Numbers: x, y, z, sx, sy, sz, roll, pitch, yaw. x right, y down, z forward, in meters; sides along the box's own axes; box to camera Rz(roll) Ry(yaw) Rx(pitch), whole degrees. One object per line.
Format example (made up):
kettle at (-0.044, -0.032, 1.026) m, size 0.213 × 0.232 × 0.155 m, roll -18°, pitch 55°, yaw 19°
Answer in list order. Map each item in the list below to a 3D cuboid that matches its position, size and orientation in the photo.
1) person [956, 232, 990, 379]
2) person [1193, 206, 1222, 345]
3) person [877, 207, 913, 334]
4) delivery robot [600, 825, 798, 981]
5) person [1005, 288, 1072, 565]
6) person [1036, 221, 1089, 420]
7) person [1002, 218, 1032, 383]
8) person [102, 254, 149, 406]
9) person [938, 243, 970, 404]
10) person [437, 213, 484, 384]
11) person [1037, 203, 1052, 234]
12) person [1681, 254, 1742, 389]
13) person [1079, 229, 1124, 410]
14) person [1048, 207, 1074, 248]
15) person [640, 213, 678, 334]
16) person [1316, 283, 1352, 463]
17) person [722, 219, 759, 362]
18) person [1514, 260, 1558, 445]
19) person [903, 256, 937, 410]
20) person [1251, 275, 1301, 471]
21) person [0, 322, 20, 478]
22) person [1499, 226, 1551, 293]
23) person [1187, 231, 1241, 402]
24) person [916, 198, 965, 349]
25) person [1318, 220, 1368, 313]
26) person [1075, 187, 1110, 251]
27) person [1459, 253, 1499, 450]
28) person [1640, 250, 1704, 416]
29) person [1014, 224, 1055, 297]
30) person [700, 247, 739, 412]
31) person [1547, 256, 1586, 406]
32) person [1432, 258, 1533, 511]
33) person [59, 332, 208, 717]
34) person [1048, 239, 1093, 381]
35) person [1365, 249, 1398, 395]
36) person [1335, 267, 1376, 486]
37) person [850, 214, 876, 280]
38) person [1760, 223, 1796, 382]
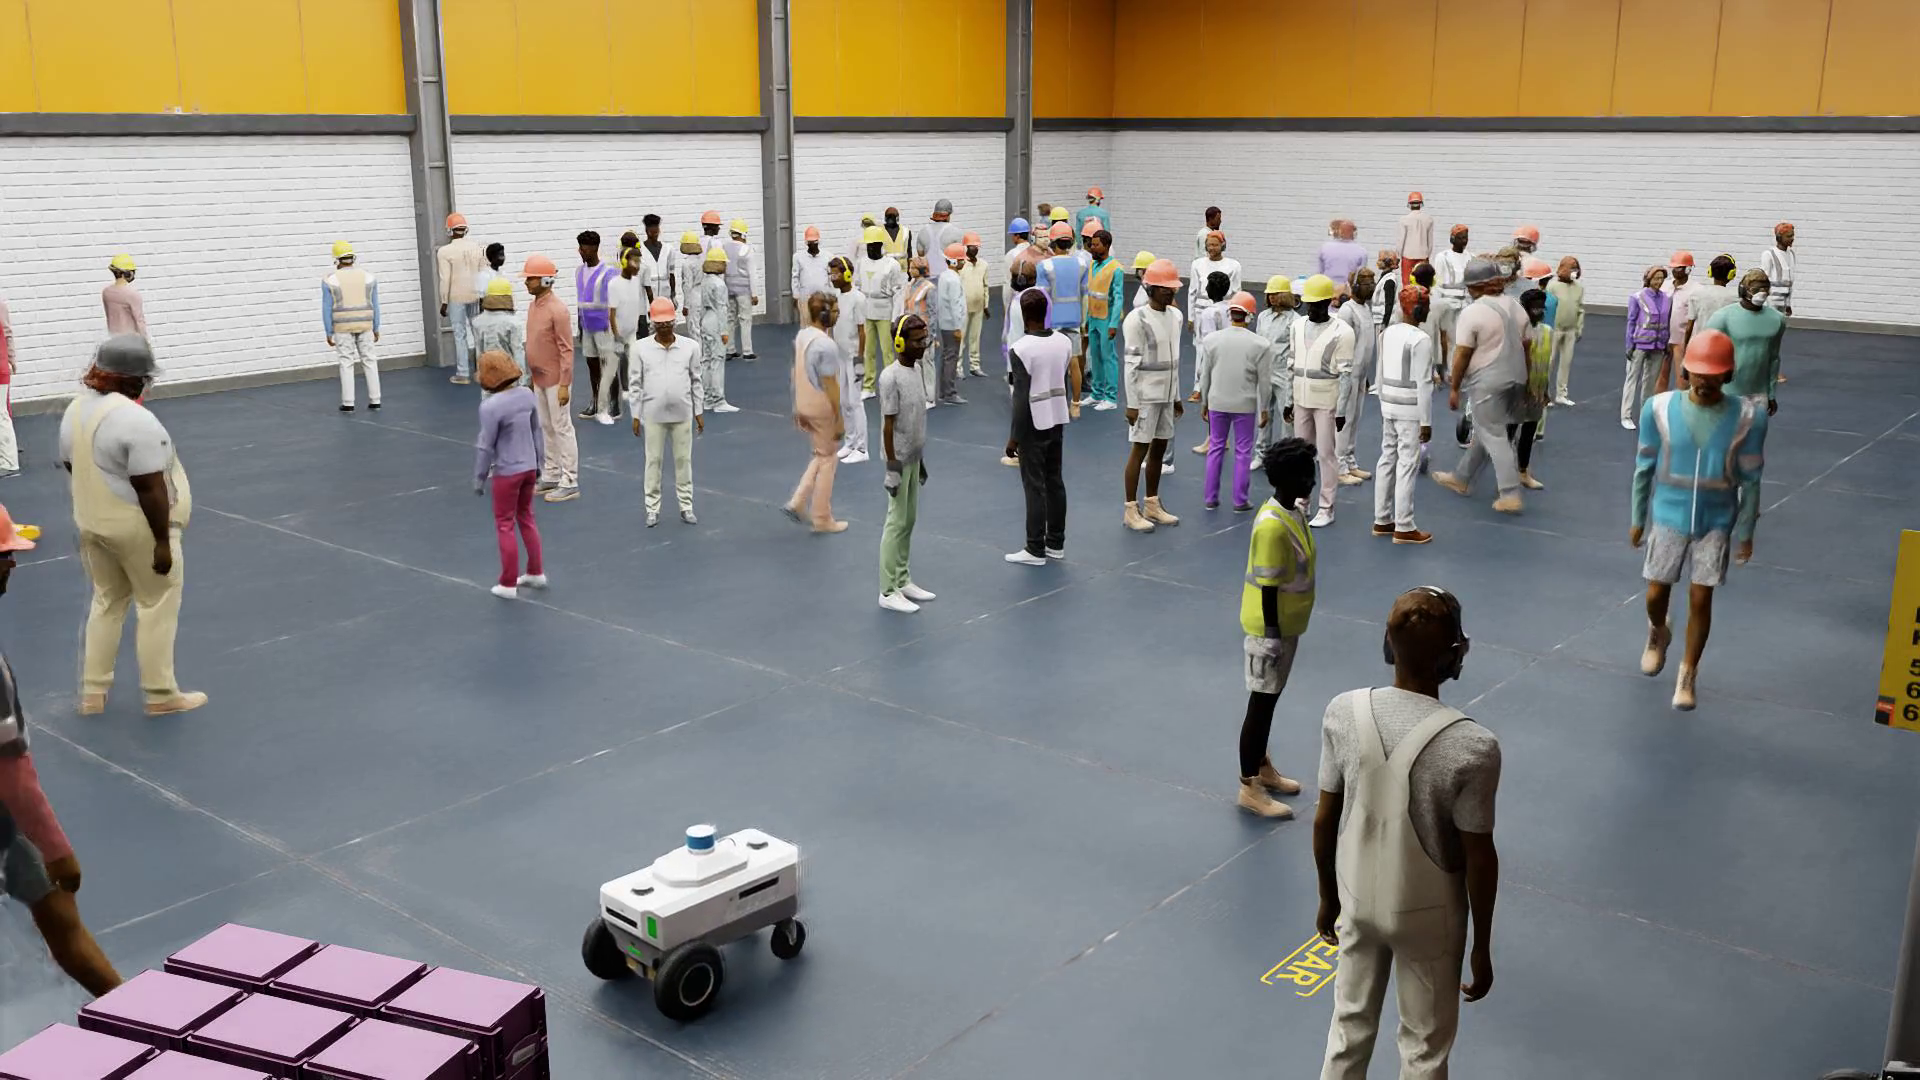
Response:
person at (0.125, -2.823, 20.026) m, size 0.563 × 1.756 × 0.321 m, roll -9°, pitch 17°, yaw -32°
person at (3.420, -3.652, 23.044) m, size 0.396 × 1.911 × 0.587 m, roll 6°, pitch 15°, yaw 23°
person at (-0.991, -3.927, 24.273) m, size 0.633 × 1.843 × 0.429 m, roll -4°, pitch 14°, yaw -14°
delivery robot at (-0.920, 1.262, 5.955) m, size 0.477 × 0.478 × 0.707 m, roll 13°, pitch 19°, yaw 42°
person at (0.549, -0.776, 11.532) m, size 0.398 × 1.915 × 0.588 m, roll 12°, pitch 18°, yaw 39°
person at (1.030, -2.239, 17.114) m, size 0.605 × 2.045 × 0.385 m, roll -6°, pitch 15°, yaw -23°
person at (0.738, -2.820, 19.662) m, size 0.606 × 1.938 × 0.431 m, roll -12°, pitch 18°, yaw -40°
person at (-8.317, -1.974, 16.643) m, size 0.521 × 1.756 × 0.359 m, roll 6°, pitch 15°, yaw 23°
person at (-0.061, -2.370, 18.226) m, size 0.342 × 1.749 × 0.573 m, roll -3°, pitch 14°, yaw -13°
person at (-5.872, -2.846, 19.636) m, size 0.392 × 1.995 × 0.612 m, roll 12°, pitch 19°, yaw 40°
person at (1.501, -5.275, 30.094) m, size 0.400 × 1.619 × 0.502 m, roll -5°, pitch 15°, yaw -20°
person at (6.871, -1.667, 15.181) m, size 0.531 × 1.870 × 0.316 m, roll 11°, pitch 18°, yaw 37°
person at (1.535, -2.358, 17.843) m, size 0.391 × 1.920 × 0.587 m, roll -7°, pitch 16°, yaw -27°
person at (1.346, -3.525, 22.489) m, size 0.371 × 1.925 × 0.595 m, roll 3°, pitch 14°, yaw 14°
person at (-3.722, -2.981, 20.238) m, size 0.603 × 1.966 × 0.368 m, roll -8°, pitch 16°, yaw -30°
person at (3.369, -1.465, 14.843) m, size 0.308 × 1.640 × 0.511 m, roll -2°, pitch 14°, yaw -8°
person at (-2.852, -3.226, 21.514) m, size 0.594 × 1.826 × 0.404 m, roll 9°, pitch 17°, yaw 31°
person at (5.464, -1.785, 15.889) m, size 0.334 × 1.749 × 0.576 m, roll 11°, pitch 18°, yaw 38°
person at (-0.426, -2.216, 17.839) m, size 0.313 × 1.642 × 0.513 m, roll -9°, pitch 17°, yaw -32°
person at (2.749, -1.435, 14.514) m, size 0.487 × 1.744 × 0.295 m, roll 13°, pitch 19°, yaw 42°
person at (-8.445, -1.411, 14.431) m, size 0.353 × 1.738 × 0.574 m, roll -11°, pitch 18°, yaw -36°
person at (5.997, -2.381, 17.905) m, size 0.633 × 1.955 × 0.702 m, roll 5°, pitch 15°, yaw 19°
person at (2.773, -2.434, 18.221) m, size 0.585 × 1.880 × 0.344 m, roll 6°, pitch 15°, yaw 22°
person at (-0.211, -3.612, 22.608) m, size 0.688 × 2.000 × 0.539 m, roll 7°, pitch 16°, yaw 26°
person at (4.775, -3.068, 20.852) m, size 0.634 × 1.853 × 1.043 m, roll 6°, pitch 15°, yaw 21°
person at (2.224, -4.850, 27.665) m, size 0.608 × 1.987 × 0.391 m, roll 7°, pitch 16°, yaw 26°
person at (4.954, -1.753, 15.575) m, size 0.389 × 1.845 × 0.564 m, roll 9°, pitch 17°, yaw 33°
person at (7.380, -2.109, 17.182) m, size 0.330 × 1.753 × 0.561 m, roll -8°, pitch 16°, yaw -30°
person at (0.909, -2.635, 18.977) m, size 0.650 × 1.907 × 0.409 m, roll -12°, pitch 18°, yaw -40°
person at (-2.588, -2.240, 17.736) m, size 0.313 × 1.741 × 0.487 m, roll -8°, pitch 16°, yaw -30°
person at (6.546, -2.261, 18.056) m, size 0.519 × 1.623 × 0.301 m, roll -4°, pitch 14°, yaw -14°
person at (4.215, -1.277, 13.279) m, size 0.711 × 2.000 × 1.037 m, roll -9°, pitch 17°, yaw -33°
person at (-4.293, -0.098, 8.567) m, size 0.798 × 2.000 × 0.594 m, roll 8°, pitch 16°, yaw 28°
person at (1.253, -2.702, 19.494) m, size 0.818 × 1.789 × 0.589 m, roll 2°, pitch 14°, yaw 7°
person at (4.799, -2.463, 18.831) m, size 0.307 × 1.641 × 0.511 m, roll 1°, pitch 14°, yaw 5°
person at (3.356, -1.392, 14.134) m, size 0.341 × 1.845 × 0.511 m, roll 8°, pitch 16°, yaw 30°
person at (-1.379, -3.947, 24.608) m, size 0.505 × 1.711 × 0.782 m, roll -8°, pitch 16°, yaw -28°
person at (9.646, -2.796, 19.668) m, size 0.580 × 1.883 × 0.352 m, roll -10°, pitch 17°, yaw -34°
